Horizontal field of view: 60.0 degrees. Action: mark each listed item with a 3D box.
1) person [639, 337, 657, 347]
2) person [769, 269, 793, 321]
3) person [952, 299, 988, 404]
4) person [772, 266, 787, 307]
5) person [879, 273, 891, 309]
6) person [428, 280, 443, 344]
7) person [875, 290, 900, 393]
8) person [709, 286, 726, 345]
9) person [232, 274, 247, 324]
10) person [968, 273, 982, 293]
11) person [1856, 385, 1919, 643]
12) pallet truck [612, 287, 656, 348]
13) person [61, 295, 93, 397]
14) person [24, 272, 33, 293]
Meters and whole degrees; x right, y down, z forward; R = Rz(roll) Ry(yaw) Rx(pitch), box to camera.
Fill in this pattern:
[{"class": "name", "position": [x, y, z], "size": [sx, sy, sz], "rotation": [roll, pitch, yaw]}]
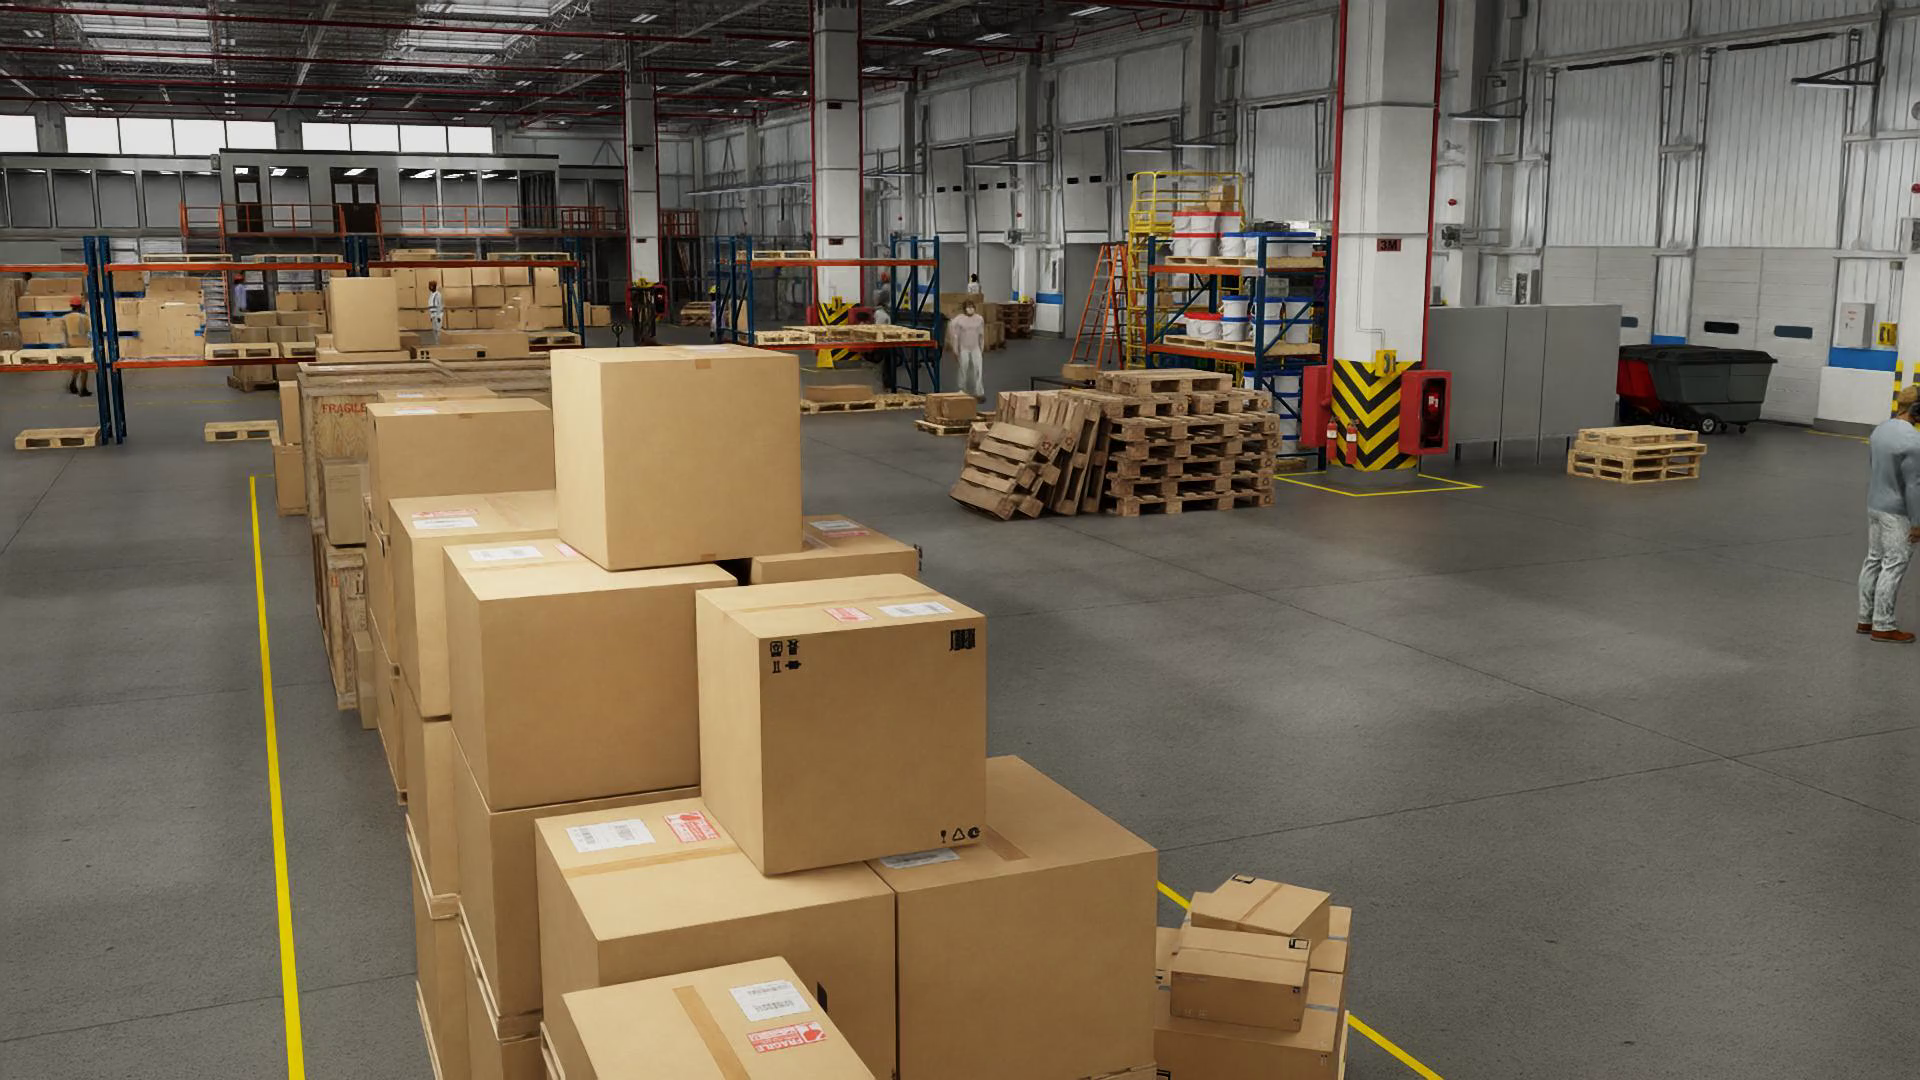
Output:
[{"class": "person", "position": [-3.709, -1.509, 19.908], "size": [0.656, 1.825, 0.450], "rotation": [3, 11, 14]}, {"class": "person", "position": [-6.521, -8.880, 60.273], "size": [0.857, 1.922, 0.602], "rotation": [-5, 11, -26]}, {"class": "person", "position": [0.198, -3.413, 30.233], "size": [0.640, 1.887, 0.980], "rotation": [-4, 11, -19]}, {"class": "person", "position": [-7.909, -10.991, 72.202], "size": [0.663, 1.806, 0.901], "rotation": [-8, 13, -39]}, {"class": "person", "position": [-2.195, -7.030, 49.945], "size": [0.707, 1.973, 0.640], "rotation": [5, 12, 27]}, {"class": "person", "position": [-14.047, -6.008, 44.585], "size": [0.351, 1.878, 0.568], "rotation": [-8, 13, -39]}, {"class": "person", "position": [-1.384, -3.876, 32.365], "size": [0.539, 2.000, 0.703], "rotation": [1, 10, 5]}, {"class": "person", "position": [-5.549, -4.837, 37.969], "size": [0.366, 1.926, 0.594], "rotation": [3, 11, 15]}, {"class": "person", "position": [-21.973, -7.146, 50.718], "size": [0.432, 1.920, 0.553], "rotation": [1, 10, 3]}, {"class": "person", "position": [0.460, -7.648, 53.626], "size": [0.513, 1.872, 0.328], "rotation": [-5, 11, -25]}, {"class": "person", "position": [6.968, -0.191, 12.378], "size": [0.385, 1.929, 0.636], "rotation": [0, 10, 1]}, {"class": "pallet truck", "position": [-6.464, -4.406, 35.401], "size": [0.823, 1.965, 1.885], "rotation": [6, 12, 32]}, {"class": "person", "position": [-16.717, -3.683, 31.626], "size": [0.553, 1.922, 0.400], "rotation": [2, 10, 9]}, {"class": "person", "position": [-32.143, -8.302, 57.247], "size": [0.787, 1.874, 0.598], "rotation": [2, 10, 10]}]
